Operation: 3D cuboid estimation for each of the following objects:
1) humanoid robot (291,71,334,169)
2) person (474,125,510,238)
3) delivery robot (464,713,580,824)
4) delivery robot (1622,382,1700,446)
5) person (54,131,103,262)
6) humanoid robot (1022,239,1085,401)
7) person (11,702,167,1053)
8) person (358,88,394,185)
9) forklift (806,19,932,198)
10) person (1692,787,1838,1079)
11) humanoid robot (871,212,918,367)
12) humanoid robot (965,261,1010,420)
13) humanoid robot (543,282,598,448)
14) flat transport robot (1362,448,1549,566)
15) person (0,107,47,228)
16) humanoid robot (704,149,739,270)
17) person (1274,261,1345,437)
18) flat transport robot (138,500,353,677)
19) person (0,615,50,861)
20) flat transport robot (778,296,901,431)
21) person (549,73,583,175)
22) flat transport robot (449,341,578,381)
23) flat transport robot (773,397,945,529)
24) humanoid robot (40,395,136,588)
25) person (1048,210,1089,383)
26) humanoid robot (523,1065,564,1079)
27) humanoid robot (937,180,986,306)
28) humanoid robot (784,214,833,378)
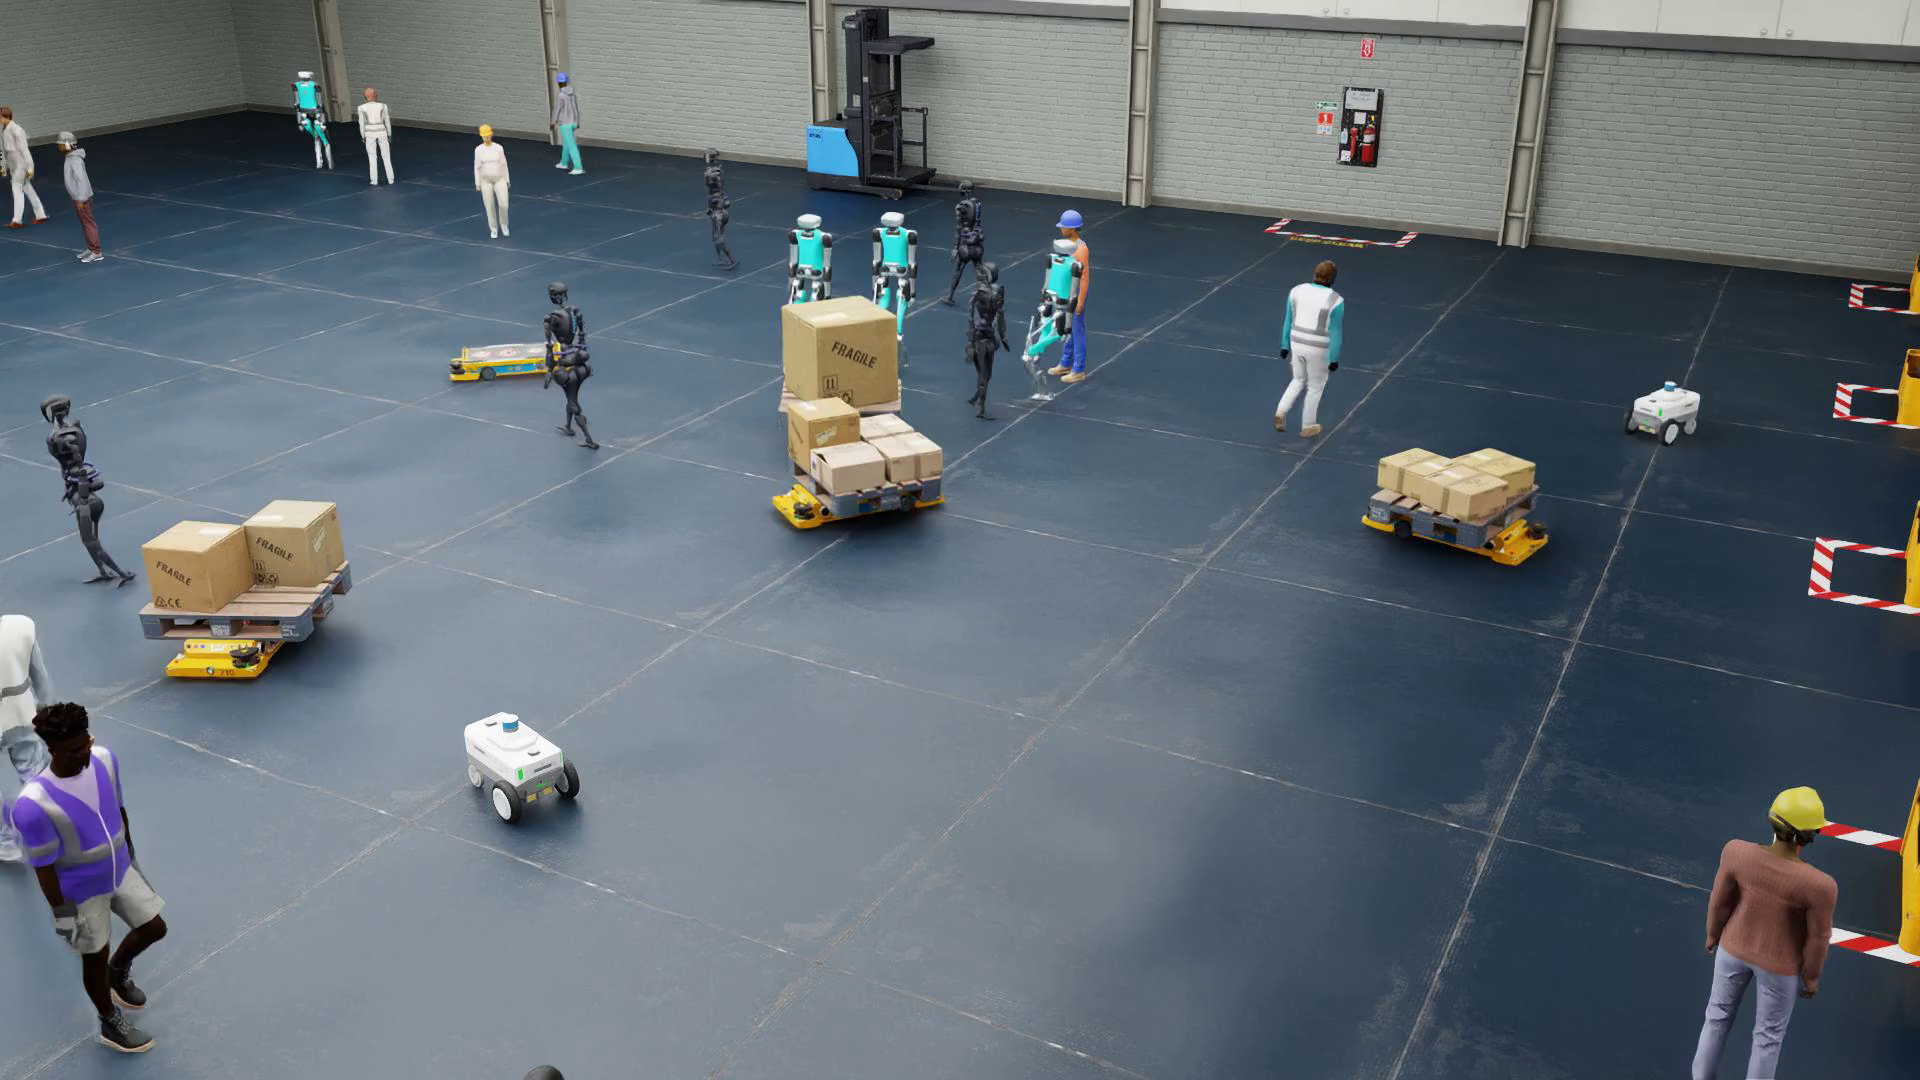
[{"bbox_3d":[-11.523,-7.448,29.784,0.544,1.901,0.702,1,23,2],"label":"humanoid robot"},{"bbox_3d":[-6.961,-5.325,24.765,0.500,1.679,0.457,-6,24,-13],"label":"person"},{"bbox_3d":[-2.813,1.398,10.542,0.499,0.592,0.774,-21,31,-40],"label":"delivery robot"},{"bbox_3d":[7.125,-1.290,16.822,0.812,0.609,0.499,-16,28,-32],"label":"delivery robot"},{"bbox_3d":[-12.455,-4.866,23.533,0.365,1.813,0.541,-16,28,-32],"label":"person"},{"bbox_3d":[0.863,-2.241,17.552,0.831,1.784,0.545,-17,28,-34],"label":"humanoid robot"},{"bbox_3d":[-4.241,1.663,8.161,0.437,1.951,0.610,8,25,18],"label":"person"},{"bbox_3d":[-10.014,-6.922,28.548,0.516,1.632,0.310,-10,25,-22],"label":"person"},{"bbox_3d":[-1.573,-7.292,27.850,1.873,2.768,1.129,12,26,25],"label":"forklift"},{"bbox_3d":[3.746,1.935,7.765,0.527,1.764,0.326,21,31,40],"label":"person"},{"bbox_3d":[-0.793,-2.726,18.665,0.531,1.814,0.694,6,24,14],"label":"humanoid robot"},{"bbox_3d":[0.262,-2.091,17.295,0.573,1.652,0.602,19,30,37],"label":"humanoid robot"},{"bbox_3d":[-3.909,-1.742,16.467,0.716,1.634,0.591,12,26,26],"label":"humanoid robot"},{"bbox_3d":[4.297,-0.130,14.465,1.431,0.231,0.659,19,29,37],"label":"flat transport robot"},{"bbox_3d":[-14.540,-5.686,25.458,0.550,1.800,0.843,16,28,32],"label":"person"},{"bbox_3d":[-3.343,-4.606,23.096,0.391,1.640,0.601,-11,25,-23],"label":"humanoid robot"},{"bbox_3d":[3.482,-1.871,16.570,0.554,1.815,0.644,-20,31,-39],"label":"person"},{"bbox_3d":[-5.390,0.641,12.671,0.659,0.231,1.431,1,23,2],"label":"flat transport robot"},{"bbox_3d":[-5.622,1.038,9.672,0.667,1.900,0.619,17,29,35],"label":"person"},{"bbox_3d":[-1.200,-1.178,16.906,0.659,0.231,1.431,-1,23,-2],"label":"flat transport robot"},{"bbox_3d":[-7.045,-7.366,29.436,0.817,1.744,0.552,9,25,20],"label":"person"},{"bbox_3d":[-5.048,-2.035,18.900,1.431,0.231,0.659,-6,24,-14],"label":"flat transport robot"},{"bbox_3d":[-0.897,-0.387,15.065,1.431,0.231,0.659,-11,26,-24],"label":"flat transport robot"},{"bbox_3d":[-7.001,-0.388,13.316,0.399,1.663,0.596,-19,29,-37],"label":"humanoid robot"},{"bbox_3d":[1.234,-2.692,18.359,0.372,1.906,0.521,-9,25,-20],"label":"person"},{"bbox_3d":[-1.510,2.614,6.306,0.609,1.636,0.582,3,23,8],"label":"humanoid robot"},{"bbox_3d":[0.079,-3.784,21.219,0.718,1.627,0.601,14,27,30],"label":"humanoid robot"},{"bbox_3d":[-1.774,-2.641,18.565,0.531,1.878,0.800,9,25,20],"label":"humanoid robot"}]
